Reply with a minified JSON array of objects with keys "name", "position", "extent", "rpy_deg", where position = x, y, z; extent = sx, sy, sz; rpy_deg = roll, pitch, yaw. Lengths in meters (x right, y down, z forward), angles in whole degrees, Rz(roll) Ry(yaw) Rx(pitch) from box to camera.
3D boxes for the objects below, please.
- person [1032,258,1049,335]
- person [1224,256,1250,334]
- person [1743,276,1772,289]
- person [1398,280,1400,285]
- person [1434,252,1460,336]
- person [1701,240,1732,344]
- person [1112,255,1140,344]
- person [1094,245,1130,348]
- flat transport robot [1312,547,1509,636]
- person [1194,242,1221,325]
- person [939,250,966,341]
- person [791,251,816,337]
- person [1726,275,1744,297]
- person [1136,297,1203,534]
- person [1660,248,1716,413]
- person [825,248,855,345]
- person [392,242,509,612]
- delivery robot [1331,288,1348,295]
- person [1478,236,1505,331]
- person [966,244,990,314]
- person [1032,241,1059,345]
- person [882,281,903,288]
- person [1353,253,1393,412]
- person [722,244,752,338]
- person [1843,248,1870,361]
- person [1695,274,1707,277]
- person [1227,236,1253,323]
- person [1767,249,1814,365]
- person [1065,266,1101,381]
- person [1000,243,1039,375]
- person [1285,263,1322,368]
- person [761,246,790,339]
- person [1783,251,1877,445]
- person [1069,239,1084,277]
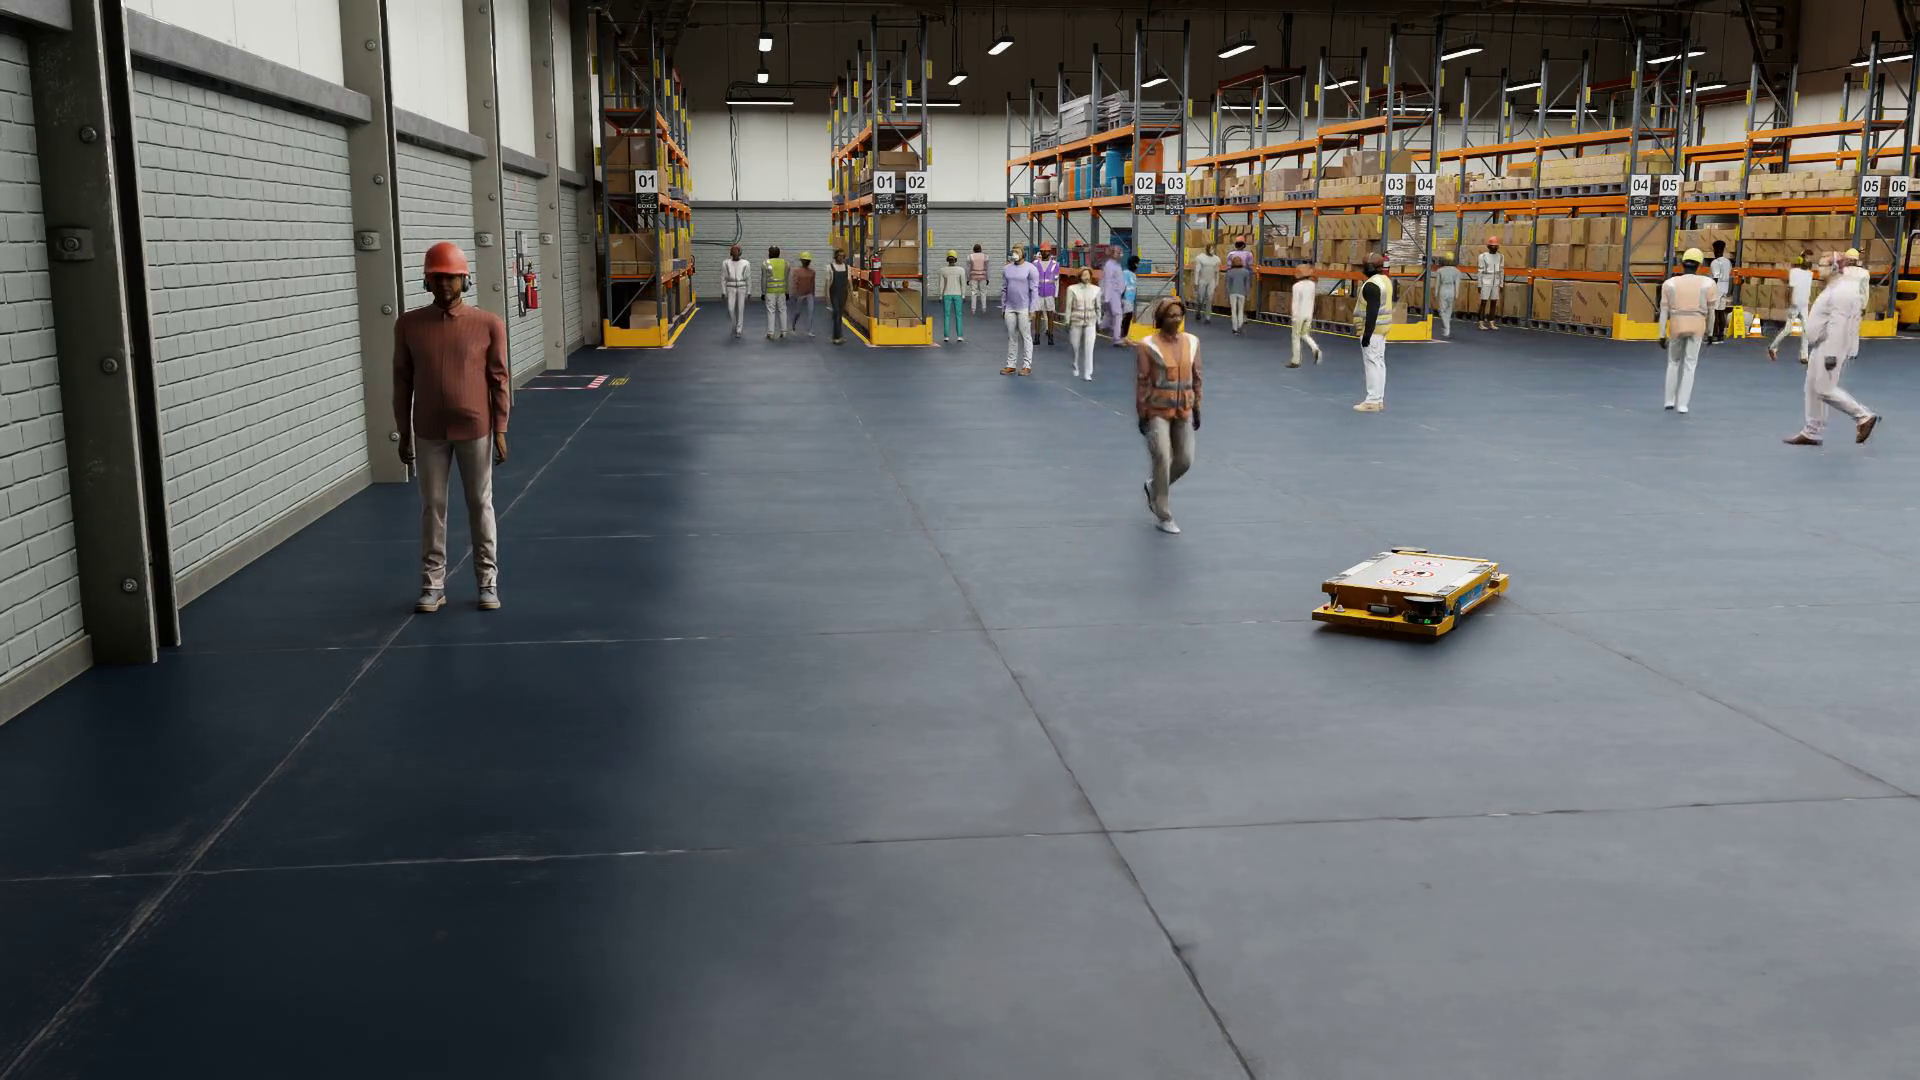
[{"name":"person","position":[1.687,-5.040,34.436],"extent":[0.530,1.603,0.836],"rpy_deg":[-2,10,-9]},{"name":"person","position":[5.796,-5.143,34.925],"extent":[0.531,1.610,0.585],"rpy_deg":[0,10,-1]},{"name":"person","position":[19.069,-6.096,39.548],"extent":[0.643,1.857,0.991],"rpy_deg":[-1,10,-7]},{"name":"person","position":[13.619,-8.196,50.858],"extent":[0.693,1.912,0.576],"rpy_deg":[1,10,3]},{"name":"person","position":[9.938,-5.008,33.913],"extent":[0.485,1.730,0.646],"rpy_deg":[0,10,1]},{"name":"person","position":[14.406,-4.714,31.643],"extent":[0.612,1.962,0.361],"rpy_deg":[-9,14,-40]},{"name":"person","position":[3.190,-4.550,31.531],"extent":[0.380,1.671,0.564],"rpy_deg":[5,11,25]},{"name":"person","position":[2.744,-4.459,30.484],"extent":[0.718,1.879,0.655],"rpy_deg":[2,11,11]},{"name":"flat transport robot","position":[2.473,0.259,9.031],"extent":[0.652,0.197,1.431],"rpy_deg":[6,12,31]},{"name":"person","position":[5.724,-5.961,38.609],"extent":[0.648,1.917,0.599],"rpy_deg":[-1,10,-8]},{"name":"person","position":[-0.152,-4.740,32.332],"extent":[0.523,1.769,0.314],"rpy_deg":[0,10,-1]},{"name":"person","position":[-3.216,-5.031,34.004],"extent":[0.529,1.739,0.739],"rpy_deg":[-6,12,-30]},{"name":"person","position":[20.931,-7.108,44.902],"extent":[0.586,1.920,0.392],"rpy_deg":[-2,10,-8]},{"name":"person","position":[1.418,-0.881,11.572],"extent":[0.517,1.628,0.577],"rpy_deg":[-5,11,-25]},{"name":"person","position":[8.456,-2.433,19.354],"extent":[0.592,1.886,0.850],"rpy_deg":[5,11,25]},{"name":"person","position":[-2.211,-4.549,31.166],"extent":[0.509,1.801,0.950],"rpy_deg":[-6,12,-28]},{"name":"person","position":[-2.753,-0.603,9.022],"extent":[0.612,1.997,0.376],"rpy_deg":[-2,10,-9]},{"name":"delivery robot","position":[11.387,-7.324,49.561],"extent":[0.707,0.478,0.477],"rpy_deg":[3,11,16]},{"name":"person","position":[11.513,-5.550,36.036],"extent":[0.606,2.036,0.407],"rpy_deg":[-2,11,-11]},{"name":"person","position":[0.467,-6.838,43.646],"extent":[0.620,1.837,0.429],"rpy_deg":[-1,10,-8]},{"name":"person","position":[1.593,-4.640,31.302],"extent":[0.547,1.942,0.351],"rpy_deg":[1,10,7]},{"name":"person","position":[-1.763,-6.971,44.355],"extent":[0.589,1.849,0.941],"rpy_deg":[-1,10,-8]},{"name":"person","position":[4.803,-2.418,19.403],"extent":[0.429,1.840,0.630],"rpy_deg":[5,12,28]},{"name":"person","position":[-4.478,-4.981,33.366],"extent":[0.611,1.865,0.605],"rpy_deg":[-1,10,-6]},{"name":"person","position":[14.519,-3.839,27.205],"extent":[0.588,1.835,0.403],"rpy_deg":[3,11,17]},{"name":"person","position":[18.854,-6.612,42.344],"extent":[0.552,1.856,0.403],"rpy_deg":[-2,11,-11]},{"name":"person","position":[6.566,-6.099,39.054],"extent":[0.605,2.034,0.390],"rpy_deg":[2,10,9]},{"name":"person","position":[13.394,-3.740,26.674],"extent":[0.521,1.841,0.860],"rpy_deg":[-3,11,-15]},{"name":"person","position":[1.749,-3.089,23.668],"extent":[0.521,1.613,0.710],"rpy_deg":[0,10,-3]},{"name":"person","position":[0.860,-3.388,24.446],"extent":[0.629,1.940,0.372],"rpy_deg":[7,13,35]},{"name":"person","position":[5.307,-3.444,25.618],"extent":[0.517,1.617,0.534],"rpy_deg":[-8,13,-36]},{"name":"person","position":[-3.702,-4.952,33.279],"extent":[0.633,1.846,0.429],"rpy_deg":[-6,12,-30]},{"name":"person","position":[8.460,-1.835,16.058],"extent":[0.682,1.891,0.650],"rpy_deg":[3,11,16]},{"name":"person","position":[3.335,-7.356,46.098],"extent":[0.647,1.968,0.681],"rpy_deg":[-2,11,-13]}]
